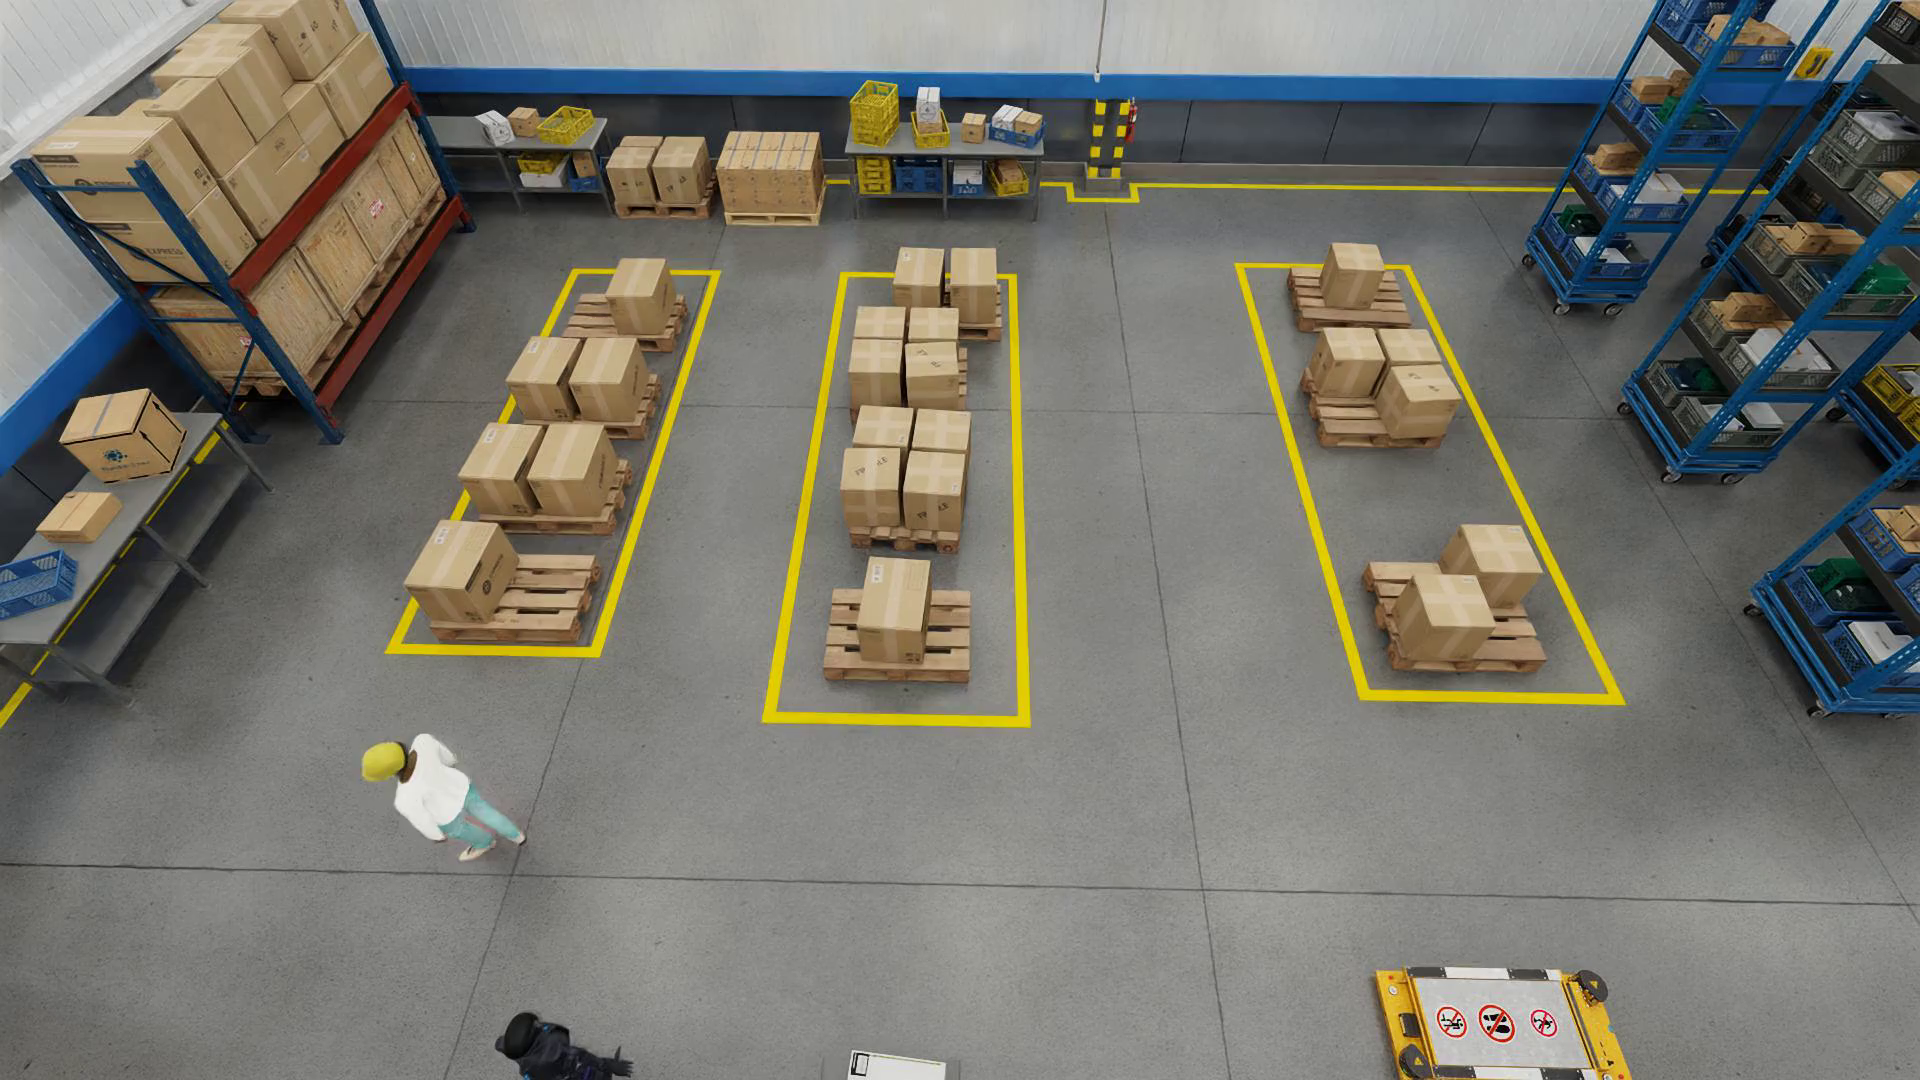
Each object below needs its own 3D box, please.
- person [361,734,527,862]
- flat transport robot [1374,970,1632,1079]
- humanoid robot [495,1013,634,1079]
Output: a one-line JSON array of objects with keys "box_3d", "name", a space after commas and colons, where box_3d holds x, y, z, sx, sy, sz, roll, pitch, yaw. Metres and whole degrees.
[{"box_3d": [-3.426, 1.726, 6.123, 0.445, 1.757, 0.582, 0, 51, 0], "name": "person"}, {"box_3d": [3.501, 3.133, 5.914, 1.431, 0.197, 0.652, 1, 51, 1], "name": "flat transport robot"}, {"box_3d": [-2.184, 2.970, 5.154, 0.571, 1.651, 0.333, 7, 51, 5], "name": "humanoid robot"}]
